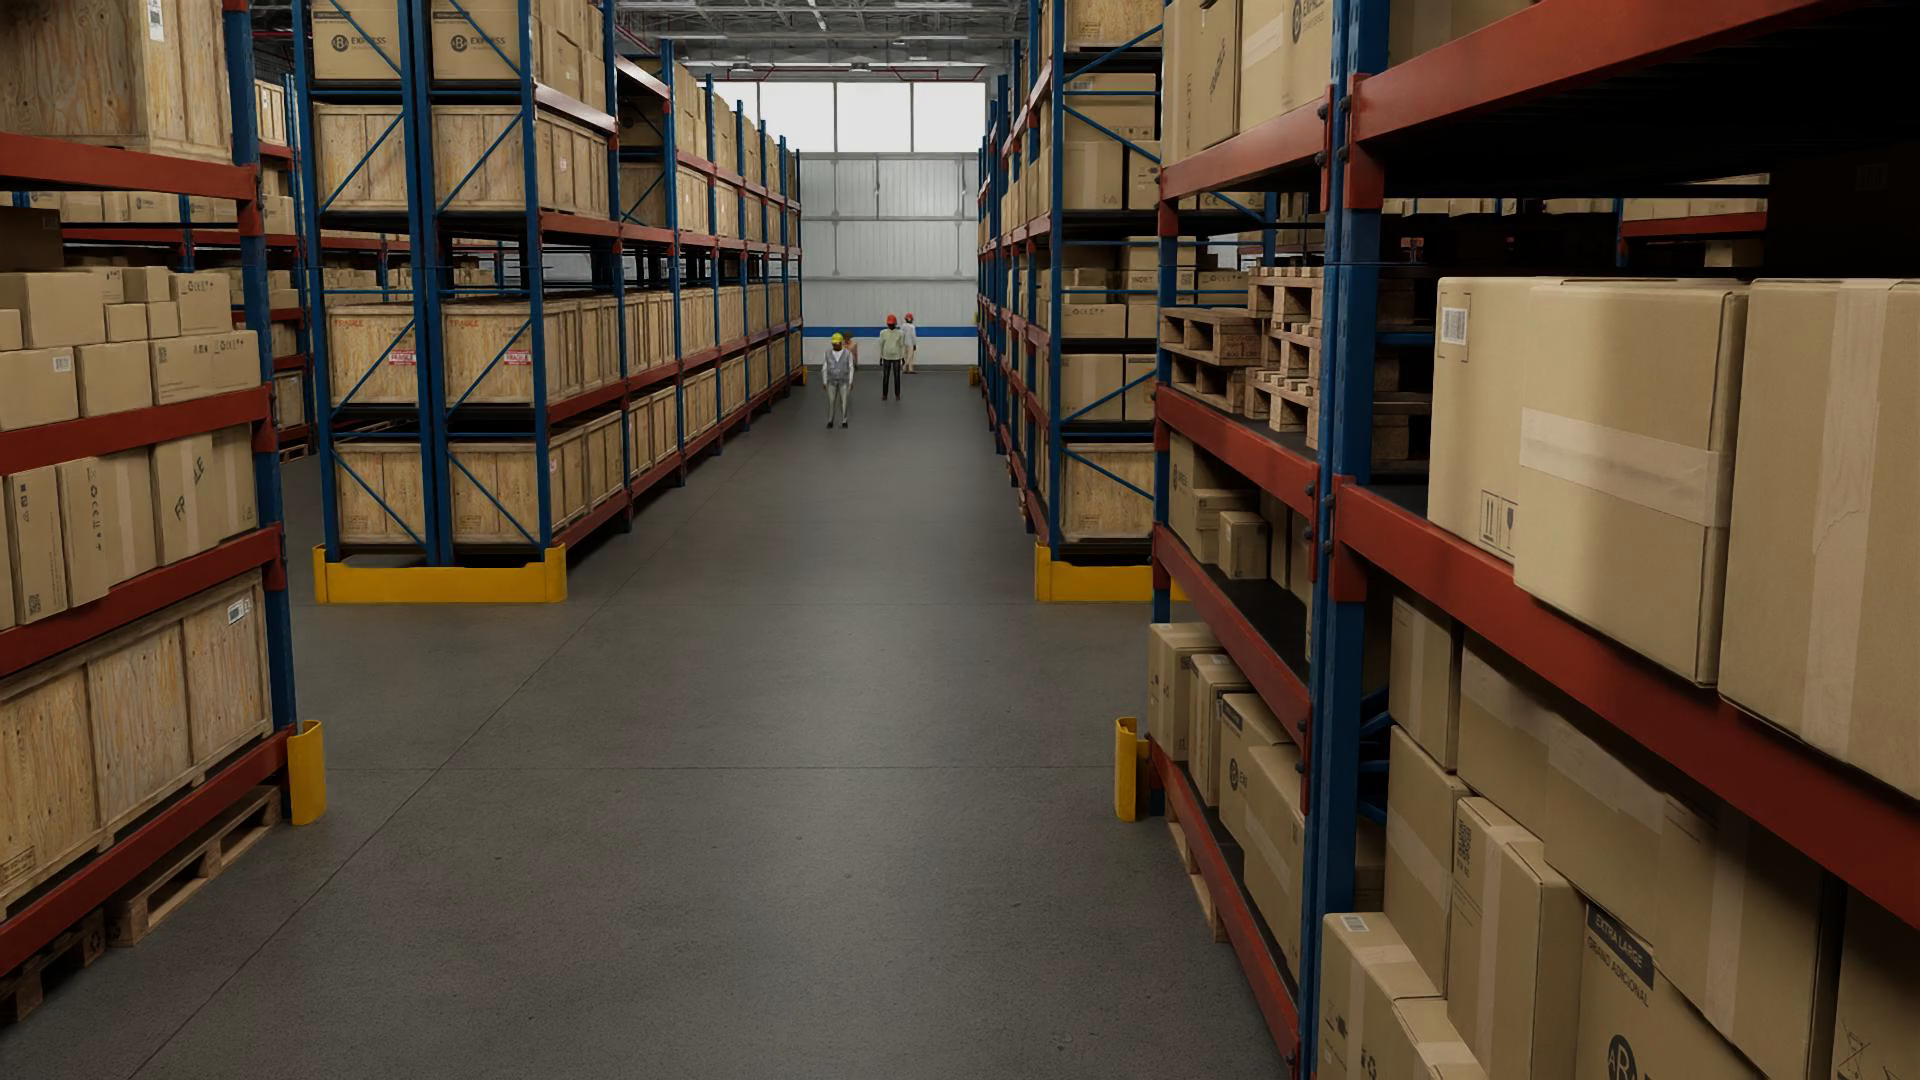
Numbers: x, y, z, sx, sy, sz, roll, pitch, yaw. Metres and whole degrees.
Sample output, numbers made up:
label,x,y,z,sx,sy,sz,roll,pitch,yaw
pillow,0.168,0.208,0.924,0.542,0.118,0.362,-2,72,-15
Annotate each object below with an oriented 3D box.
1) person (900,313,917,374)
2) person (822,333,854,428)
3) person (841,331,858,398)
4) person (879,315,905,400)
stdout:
label,x,y,z,sx,sy,sz,roll,pitch,yaw
person,-1.478,-5.656,47.992,0.564,1.748,0.339,7,12,37
person,-2.321,-3.030,31.645,0.596,1.828,0.403,0,9,0
person,-2.653,-4.079,38.778,0.518,1.594,0.858,-1,9,-8
person,-1.567,-4.212,38.426,0.613,1.983,0.406,0,9,1
